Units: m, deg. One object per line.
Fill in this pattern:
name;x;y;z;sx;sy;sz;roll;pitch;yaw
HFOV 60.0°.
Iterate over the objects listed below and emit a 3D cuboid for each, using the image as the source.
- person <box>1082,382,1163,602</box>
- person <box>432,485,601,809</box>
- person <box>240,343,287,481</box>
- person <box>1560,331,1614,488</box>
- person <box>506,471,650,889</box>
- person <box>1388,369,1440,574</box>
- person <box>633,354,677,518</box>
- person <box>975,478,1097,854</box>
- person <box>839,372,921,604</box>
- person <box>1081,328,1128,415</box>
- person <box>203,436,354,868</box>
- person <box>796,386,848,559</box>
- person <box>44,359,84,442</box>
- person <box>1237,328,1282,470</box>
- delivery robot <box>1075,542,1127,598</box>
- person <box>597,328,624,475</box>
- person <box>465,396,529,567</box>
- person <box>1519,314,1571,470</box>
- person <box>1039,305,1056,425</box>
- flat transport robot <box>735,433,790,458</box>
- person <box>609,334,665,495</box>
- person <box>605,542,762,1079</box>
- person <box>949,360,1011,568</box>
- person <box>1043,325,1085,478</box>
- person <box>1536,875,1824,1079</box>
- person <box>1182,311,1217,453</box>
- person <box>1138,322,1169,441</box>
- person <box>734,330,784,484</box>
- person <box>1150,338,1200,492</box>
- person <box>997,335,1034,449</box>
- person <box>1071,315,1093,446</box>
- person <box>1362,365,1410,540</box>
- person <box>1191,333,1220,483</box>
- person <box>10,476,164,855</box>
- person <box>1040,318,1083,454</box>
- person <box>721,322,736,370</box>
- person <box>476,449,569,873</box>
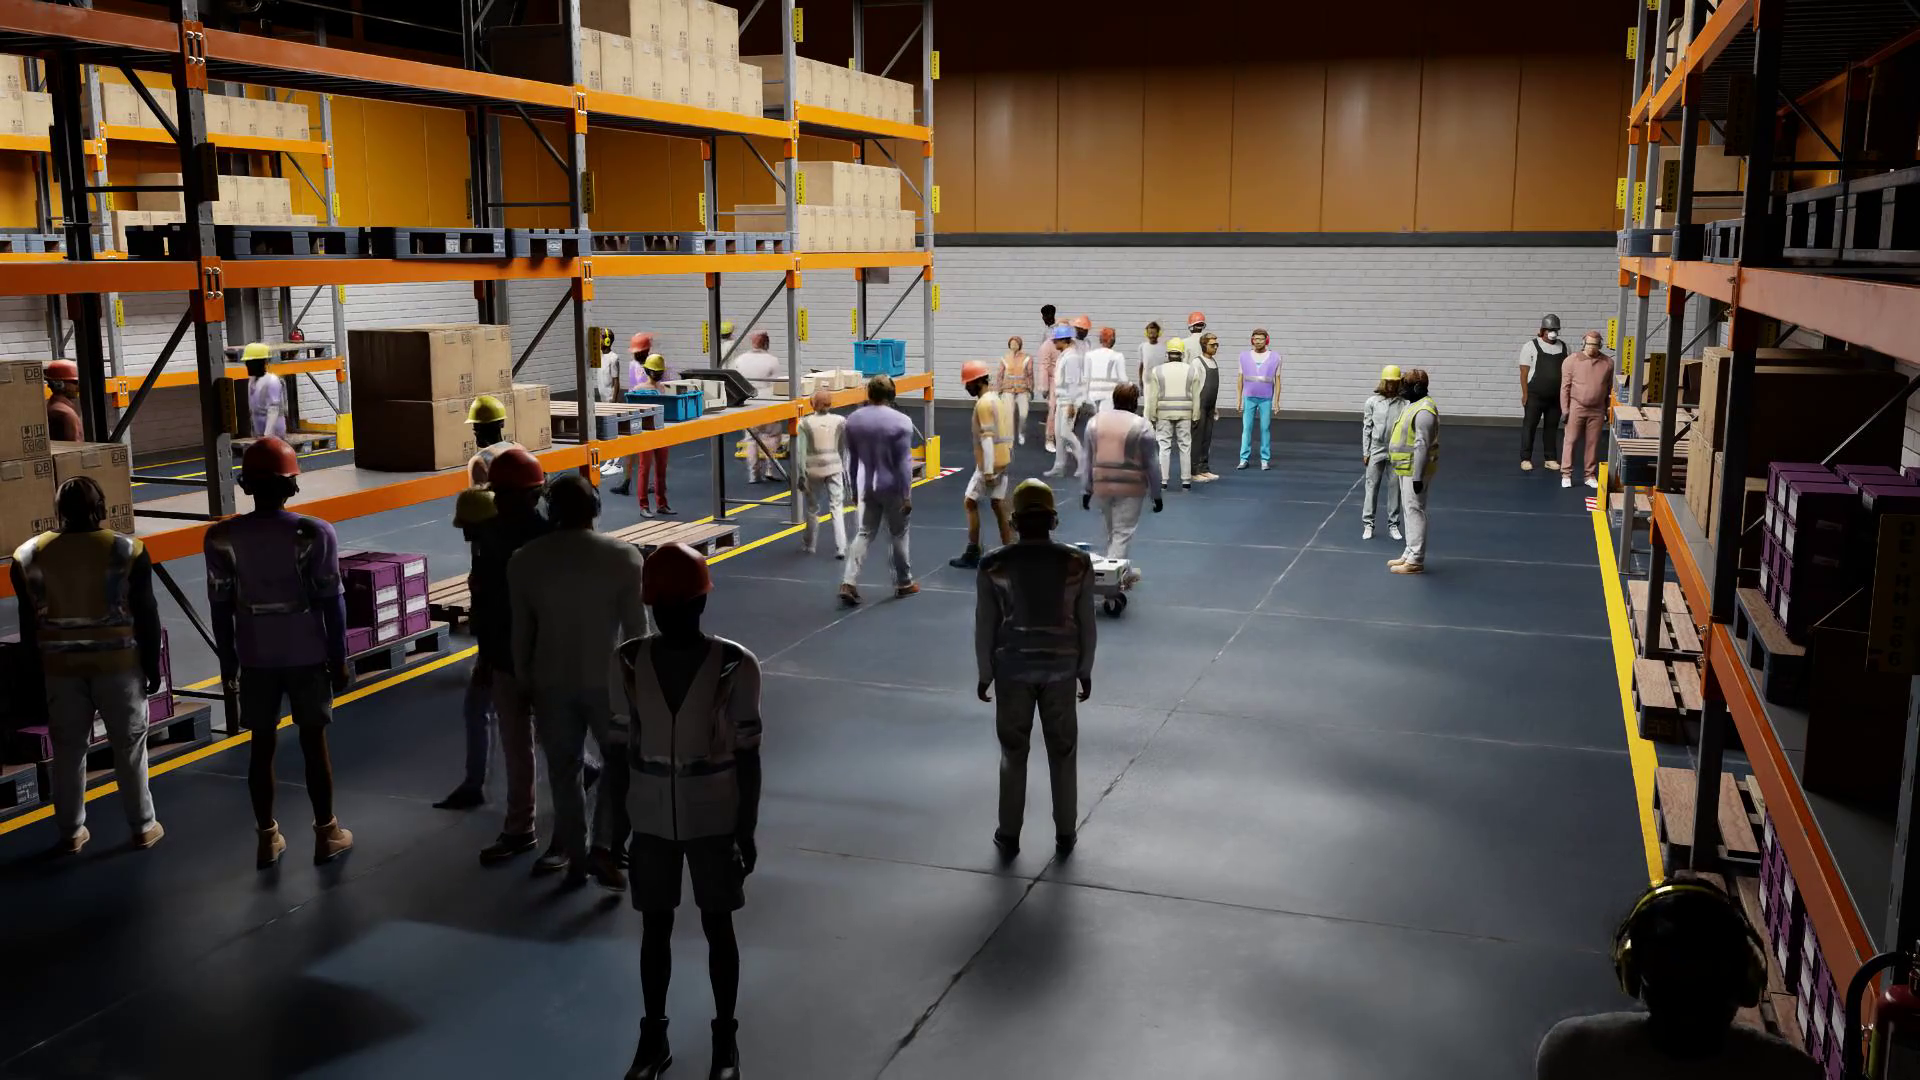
person;1.401;-0.408;13.790;0.665;1.799;0.923;7;12;35
person;-2.306;0.555;8.576;0.784;1.723;0.525;-5;11;-25
person;-7.480;-1.147;17.715;0.616;1.876;0.958;9;13;40
person;7.557;-1.565;20.037;0.641;1.901;0.401;0;10;1
person;-1.713;0.652;7.495;0.643;1.916;0.490;0;10;-1
person;4.045;-0.611;14.862;0.428;1.837;0.623;1;10;7
person;-3.285;-1.124;17.939;0.319;1.763;0.522;8;13;39
person;0.360;0.611;7.993;0.586;1.824;0.403;-1;10;-4
person;-0.655;-0.418;13.560;0.642;1.910;0.897;6;11;29
person;1.910;-1.866;21.917;0.596;1.843;0.965;7;12;36
person;-3.187;0.530;7.829;0.607;2.044;0.371;-1;10;-8
person;-1.282;-0.625;15.606;0.521;1.645;0.575;-3;11;-17
person;-7.351;-0.489;13.712;0.612;1.991;0.392;10;14;43
person;3.897;-1.832;21.683;0.564;1.847;0.396;3;11;18
delivery robot;0.964;0.263;13.246;0.707;0.478;0.477;3;10;14
person;-4.504;-1.765;21.242;0.329;1.872;0.507;-6;12;-29
person;-3.123;-0.018;11.270;0.399;1.918;0.589;4;11;22
person;7.638;-1.920;21.633;0.673;2.000;0.536;-1;10;-6
person;1.483;-2.863;27.171;0.380;1.959;0.603;3;11;17
flat transport robot;-2.690;-1.323;23.253;0.652;0.197;1.431;1;10;4
person;-3.743;-1.445;19.365;0.565;1.893;0.898;6;12;29
person;-0.948;0.959;5.711;0.542;1.938;0.357;1;10;3
person;0.191;-0.671;15.021;0.740;1.884;0.572;3;11;17
person;1.331;-1.726;20.838;0.511;1.931;0.667;-2;10;-12
person;1.325;1.459;3.187;0.566;1.839;0.716;3;10;14
person;3.313;-2.202;23.347;0.612;1.996;0.389;-4;11;-23
person;2.863;-2.316;24.516;0.481;1.823;0.955;2;10;11
person;-2.439;-1.631;20.445;0.654;1.891;0.497;4;11;20
person;2.548;-1.483;19.771;0.594;1.826;0.403;1;10;4
person;0.797;-2.130;23.973;0.547;1.627;0.361;1;10;5
person;1.723;-2.311;24.206;0.551;1.910;0.474;-8;13;-39
person;4.248;-0.868;16.544;0.487;1.746;0.288;1;10;4
person;3.037;-1.638;20.593;0.343;1.847;0.507;8;13;37
person;-4.174;0.604;8.023;0.622;1.835;0.430;-2;10;-12
person;1.458;-2.177;23.493;0.660;1.903;0.437;-8;13;-37
person;-3.662;-2.605;26.414;0.400;1.722;0.610;0;10;-2
person;-2.026;0.561;7.789;0.624;1.992;0.386;5;11;28
